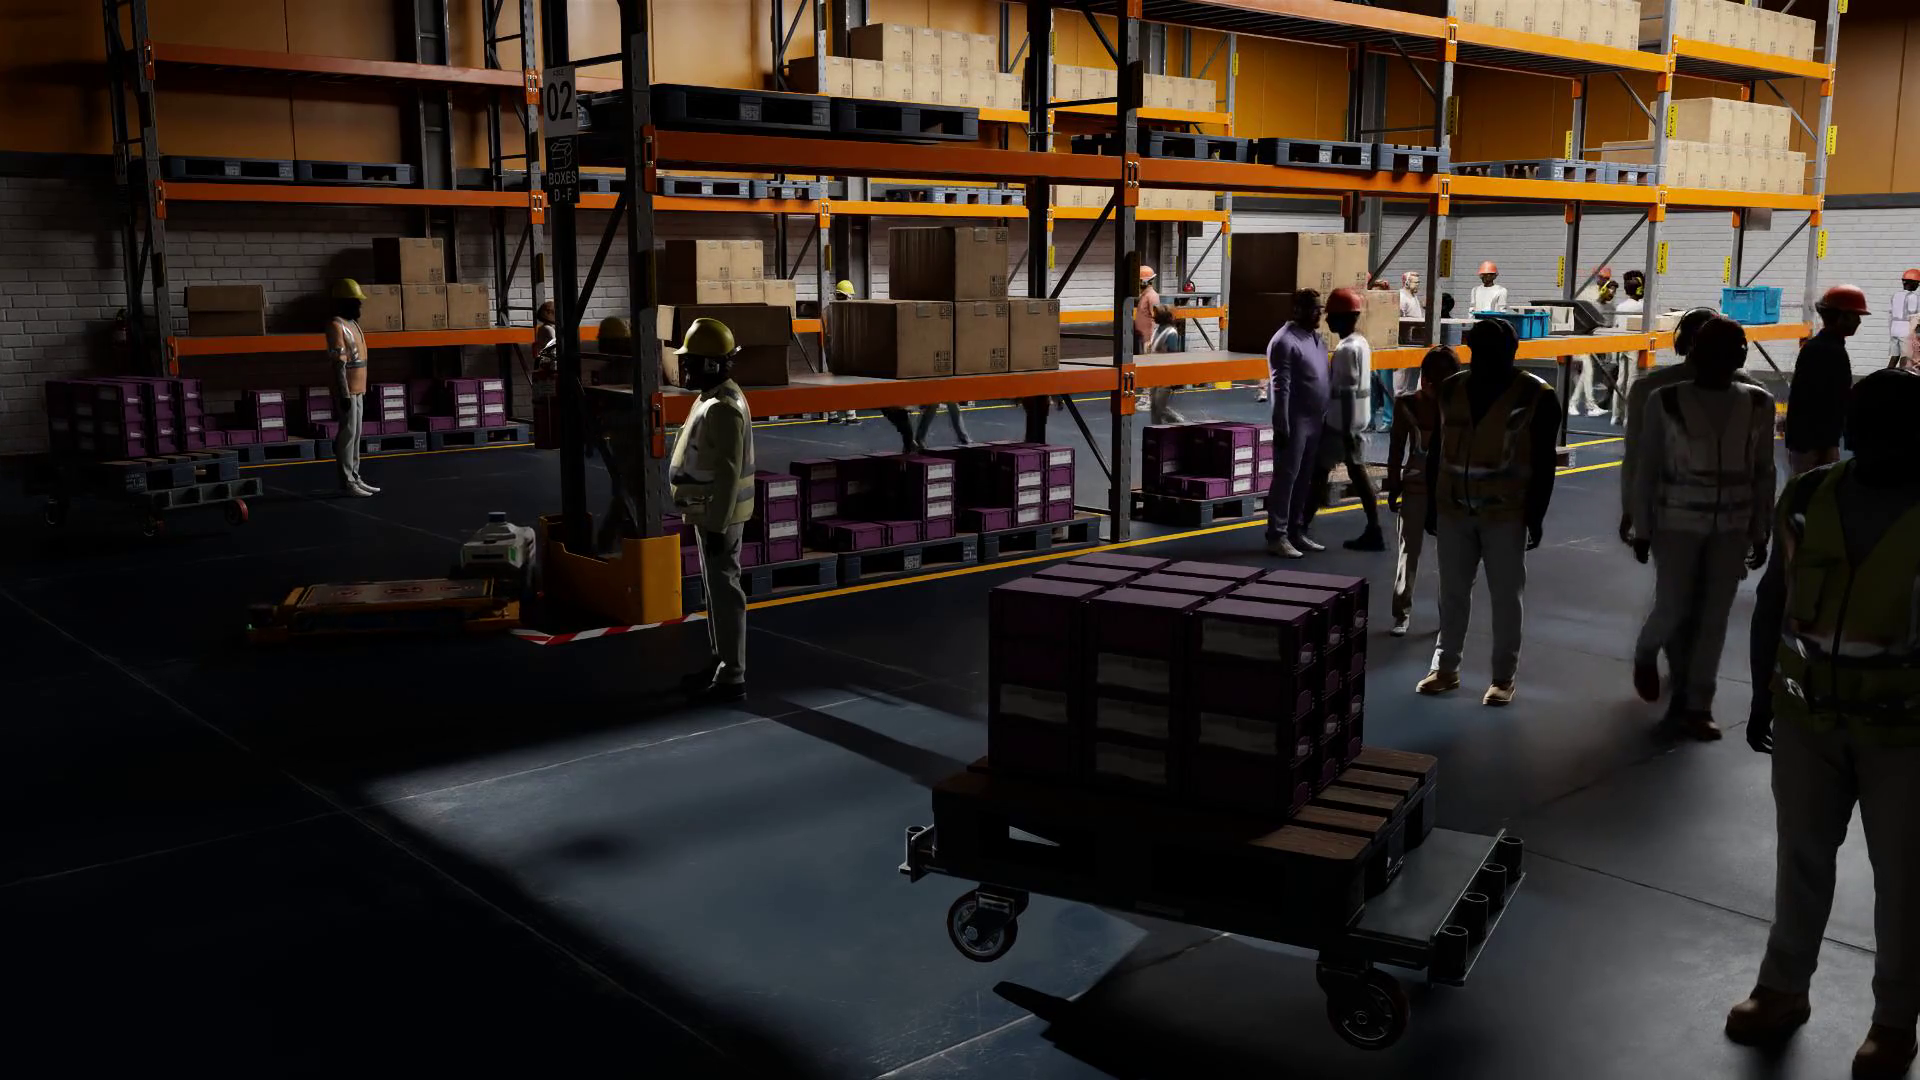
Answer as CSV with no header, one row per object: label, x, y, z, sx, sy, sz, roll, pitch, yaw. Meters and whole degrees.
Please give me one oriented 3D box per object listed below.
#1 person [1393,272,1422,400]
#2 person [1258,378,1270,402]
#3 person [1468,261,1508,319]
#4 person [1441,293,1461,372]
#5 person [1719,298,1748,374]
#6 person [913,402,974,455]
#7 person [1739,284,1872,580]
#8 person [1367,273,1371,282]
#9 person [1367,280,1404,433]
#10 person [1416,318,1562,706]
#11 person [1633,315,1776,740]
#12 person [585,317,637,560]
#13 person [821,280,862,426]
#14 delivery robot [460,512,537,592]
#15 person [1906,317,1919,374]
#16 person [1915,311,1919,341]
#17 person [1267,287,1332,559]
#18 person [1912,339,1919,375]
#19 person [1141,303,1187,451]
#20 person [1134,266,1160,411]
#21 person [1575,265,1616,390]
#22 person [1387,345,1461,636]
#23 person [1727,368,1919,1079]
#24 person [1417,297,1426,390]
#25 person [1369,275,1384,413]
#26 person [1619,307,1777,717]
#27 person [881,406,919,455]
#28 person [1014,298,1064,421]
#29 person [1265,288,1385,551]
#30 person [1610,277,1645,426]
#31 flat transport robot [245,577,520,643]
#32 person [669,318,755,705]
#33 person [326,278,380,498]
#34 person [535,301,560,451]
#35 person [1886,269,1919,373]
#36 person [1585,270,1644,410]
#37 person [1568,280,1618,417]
person,6.246,-2.777,23.196,0.407,1.905,0.655,5,11,29
person,4.649,-2.927,24.190,0.707,1.876,0.486,0,10,0
person,7.971,-3.194,25.230,0.370,2.044,0.608,-9,13,-43
person,5.717,-2.076,19.695,0.536,1.696,0.322,9,13,42
person,9.938,-2.348,21.525,0.686,1.611,0.564,0,10,-2
person,-0.152,-1.660,17.606,0.779,1.587,0.523,5,11,25
person,5.297,-0.629,10.474,0.767,1.966,0.626,2,10,10
person,5.341,-2.632,22.237,0.345,1.942,0.551,-7,12,-34
person,5.077,-2.209,20.053,0.374,1.841,0.568,-8,12,-38
person,2.495,-0.135,7.929,0.619,1.838,0.430,8,13,40
person,3.306,-0.072,7.466,0.574,1.867,0.582,0,10,3
person,-2.379,-0.677,11.470,0.503,1.697,0.870,9,13,43
person,-1.465,-2.344,20.907,0.590,1.825,0.403,6,11,30
delivery robot,-2.825,0.070,10.201,0.477,0.478,0.707,-1,10,-4
person,9.267,-1.493,15.948,0.493,1.829,0.672,5,11,28
person,5.535,-0.449,9.565,0.929,1.896,0.636,5,11,29
person,2.427,-0.833,11.811,0.402,1.906,0.652,7,12,37
person,8.740,-1.277,14.838,0.532,1.765,0.338,-1,10,-3
person,2.242,-1.758,18.053,0.480,1.627,0.518,-3,10,-15
person,2.568,-2.773,22.922,0.392,1.990,0.612,-1,10,-6
person,10.144,-3.381,26.495,0.635,1.983,0.537,-2,10,-13
person,2.645,-0.265,9.273,0.522,1.636,0.310,2,10,10
person,2.371,0.471,4.368,0.429,1.840,0.636,-8,12,-38
person,6.349,-2.518,22.472,0.276,1.633,0.507,0,10,-2
person,5.649,-2.669,22.687,0.662,1.855,0.930,3,10,19
person,3.528,-0.161,7.954,0.666,1.871,1.048,6,11,30
person,-0.621,-1.610,16.983,0.373,1.681,0.547,-1,10,-7
person,0.723,-1.326,15.151,0.516,1.748,0.546,-7,12,-37
person,2.700,-0.859,12.013,0.856,1.896,0.552,5,11,27
person,8.405,-2.352,20.824,0.310,1.865,0.532,-3,10,-17
flat transport robot,-3.246,0.386,9.456,1.431,0.197,0.652,-2,10,-14
person,-1.181,-0.136,7.945,0.404,1.833,0.590,-2,10,-13
person,-5.384,-1.340,14.715,0.369,1.927,0.587,-1,10,-6
person,-4.485,-1.794,18.231,0.281,1.634,0.499,-6,11,-29
person,14.066,-3.056,24.757,0.374,1.929,0.542,-1,10,-8
person,8.872,-2.634,22.276,0.860,1.931,0.643,0,10,1
person,8.375,-2.524,21.985,0.601,1.809,0.874,-3,10,-16
